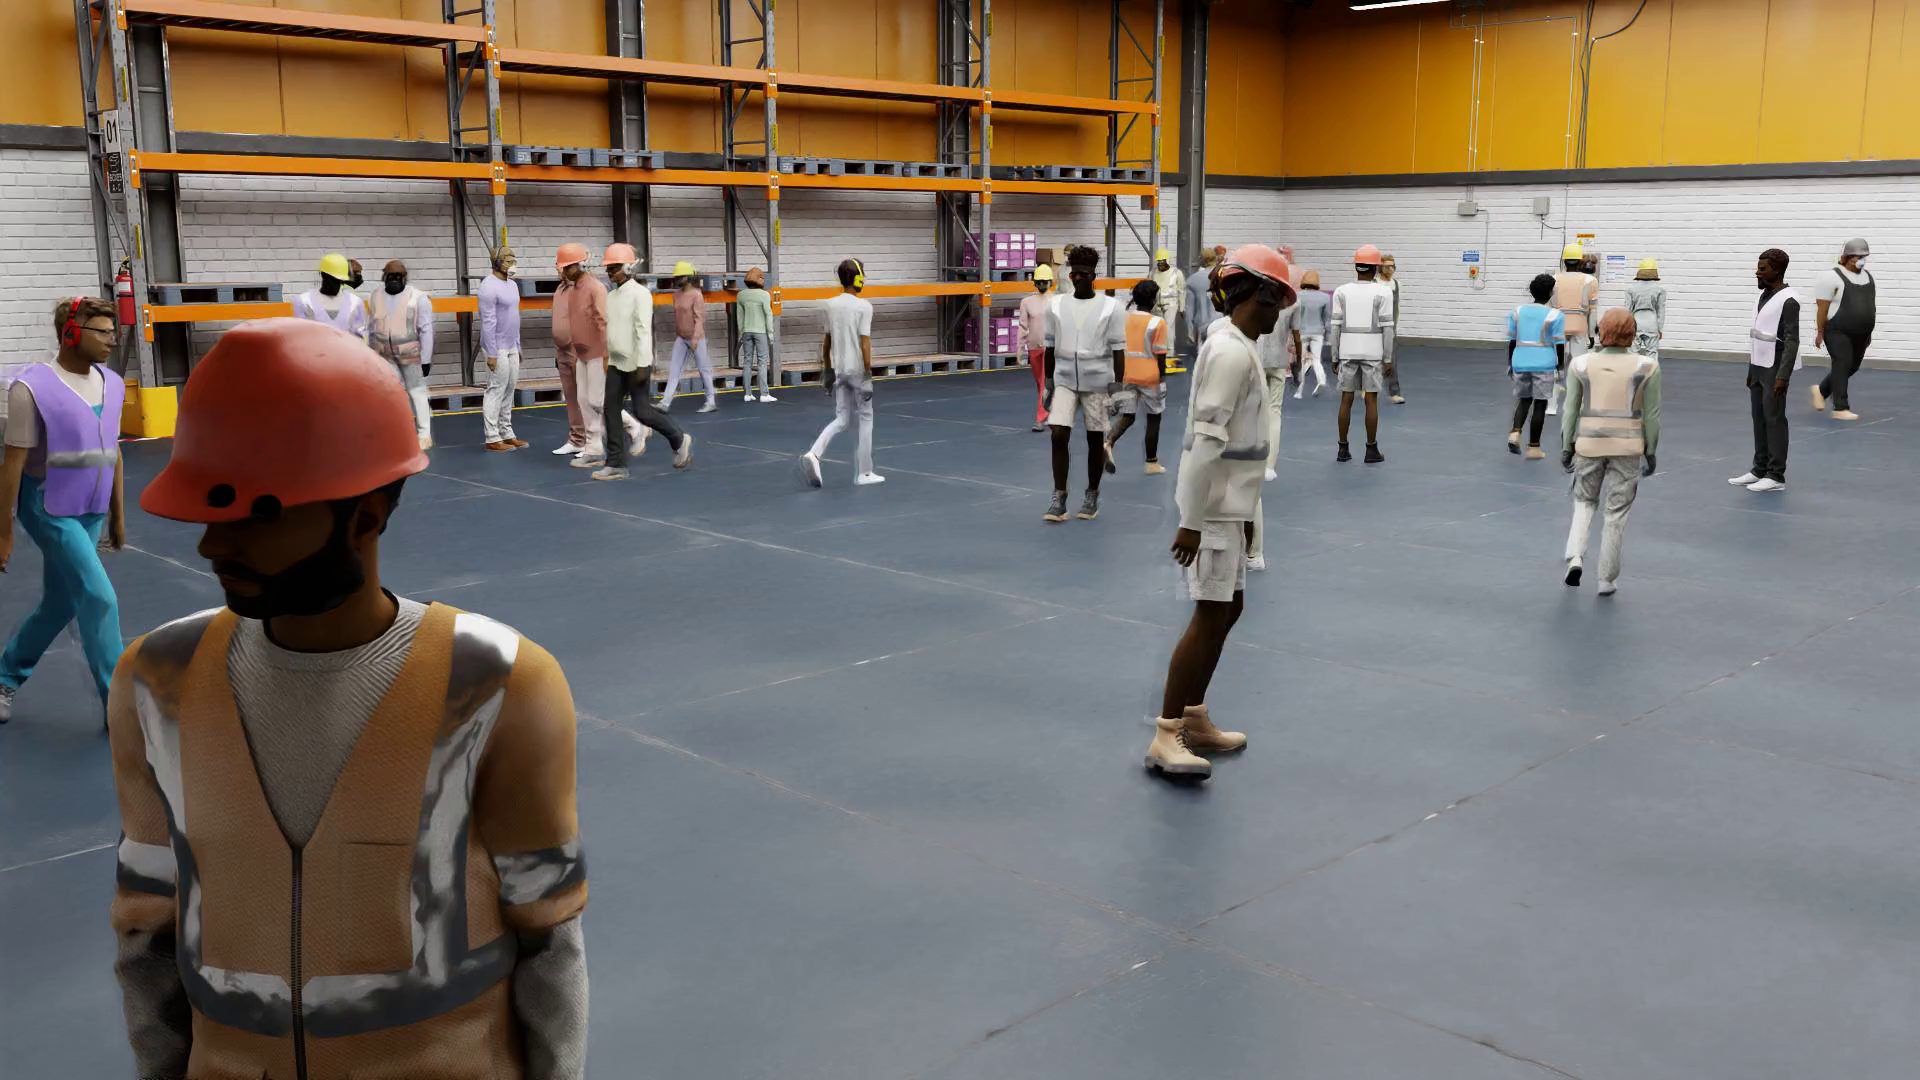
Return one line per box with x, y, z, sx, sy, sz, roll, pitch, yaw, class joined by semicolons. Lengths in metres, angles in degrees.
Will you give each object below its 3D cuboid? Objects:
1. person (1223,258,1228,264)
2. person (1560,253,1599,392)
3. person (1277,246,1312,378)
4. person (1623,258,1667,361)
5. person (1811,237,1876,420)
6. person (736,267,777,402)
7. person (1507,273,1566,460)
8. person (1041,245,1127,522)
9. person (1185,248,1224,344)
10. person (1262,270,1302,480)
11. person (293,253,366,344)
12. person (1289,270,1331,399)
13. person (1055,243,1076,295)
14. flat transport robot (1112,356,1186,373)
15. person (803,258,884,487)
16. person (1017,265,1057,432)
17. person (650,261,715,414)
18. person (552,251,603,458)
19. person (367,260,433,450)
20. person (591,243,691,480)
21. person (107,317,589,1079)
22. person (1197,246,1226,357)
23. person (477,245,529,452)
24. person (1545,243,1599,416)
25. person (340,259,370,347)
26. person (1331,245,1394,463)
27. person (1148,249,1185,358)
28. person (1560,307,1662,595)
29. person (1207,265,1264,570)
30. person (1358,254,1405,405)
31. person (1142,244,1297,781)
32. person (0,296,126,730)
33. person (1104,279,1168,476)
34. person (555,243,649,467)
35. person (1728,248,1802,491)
4.562;-3.985;28.383;0.507;1.633;0.277;0;10;2;person
8.044;-2.789;21.451;1.010;1.777;0.641;4;11;20;person
4.717;-3.188;23.405;0.702;1.872;0.669;8;13;36;person
8.500;-2.628;20.695;0.487;1.741;0.313;4;11;22;person
9.835;-2.386;18.553;0.693;2.000;0.865;-3;11;-14;person
-2.489;-2.500;20.288;0.498;1.633;0.283;5;12;26;person
5.194;-1.552;14.981;0.370;1.681;0.546;-10;14;-43;person
0.827;-1.077;11.664;0.637;1.942;0.754;3;11;18;person
3.051;-2.606;20.235;0.646;1.875;1.061;6;12;31;person
2.589;-1.433;13.911;0.552;1.836;0.663;2;11;12;person
-5.438;-1.527;14.350;0.599;1.882;0.829;-6;12;-31;person
4.323;-2.515;20.448;0.528;1.605;0.642;-1;10;-5;person
1.729;-3.476;24.877;0.905;1.908;0.646;-6;12;-28;person
2.567;-2.594;24.516;0.652;0.197;1.431;-10;14;-44;flat transport robot
-0.925;-1.328;13.328;0.518;1.851;0.771;8;13;38;person
0.871;-2.011;17.379;0.537;1.720;0.930;4;11;19;person
-3.110;-2.261;18.725;0.549;1.714;0.891;9;14;40;person
-3.517;-1.697;15.173;0.401;1.904;0.650;-10;14;-44;person
-5.177;-1.678;15.370;0.652;1.786;0.960;1;10;3;person
-2.698;-1.492;13.904;0.606;1.964;0.829;9;14;42;person
-0.714;0.708;1.972;0.547;1.934;0.375;0;10;0;person
4.172;-3.886;27.266;0.612;1.856;0.544;-2;11;-9;person
-4.294;-1.781;15.581;0.382;1.932;0.623;1;10;8;person
6.816;-2.344;18.630;0.587;1.930;0.360;4;11;20;person
-6.044;-1.858;16.364;0.977;1.800;0.638;-8;13;-38;person
3.592;-1.655;14.848;0.552;1.936;0.360;5;12;27;person
3.179;-3.638;26.023;0.601;1.802;0.669;7;13;35;person
3.657;-0.489;9.359;0.517;1.627;0.363;7;12;33;person
1.631;-0.719;9.995;0.490;1.853;0.367;-9;14;-42;person
5.109;-2.561;20.194;0.529;1.800;0.980;-3;11;-14;person
0.988;-0.113;6.302;0.521;1.990;0.733;3;11;14;person
-3.706;-0.097;6.786;0.881;1.794;0.611;1;10;5;person
1.455;-1.336;13.856;0.538;1.670;0.706;9;14;40;person
-3.172;-1.612;14.569;0.681;1.957;0.661;-8;13;-37;person
6.462;-1.349;13.238;0.372;1.915;0.596;0;10;2;person
